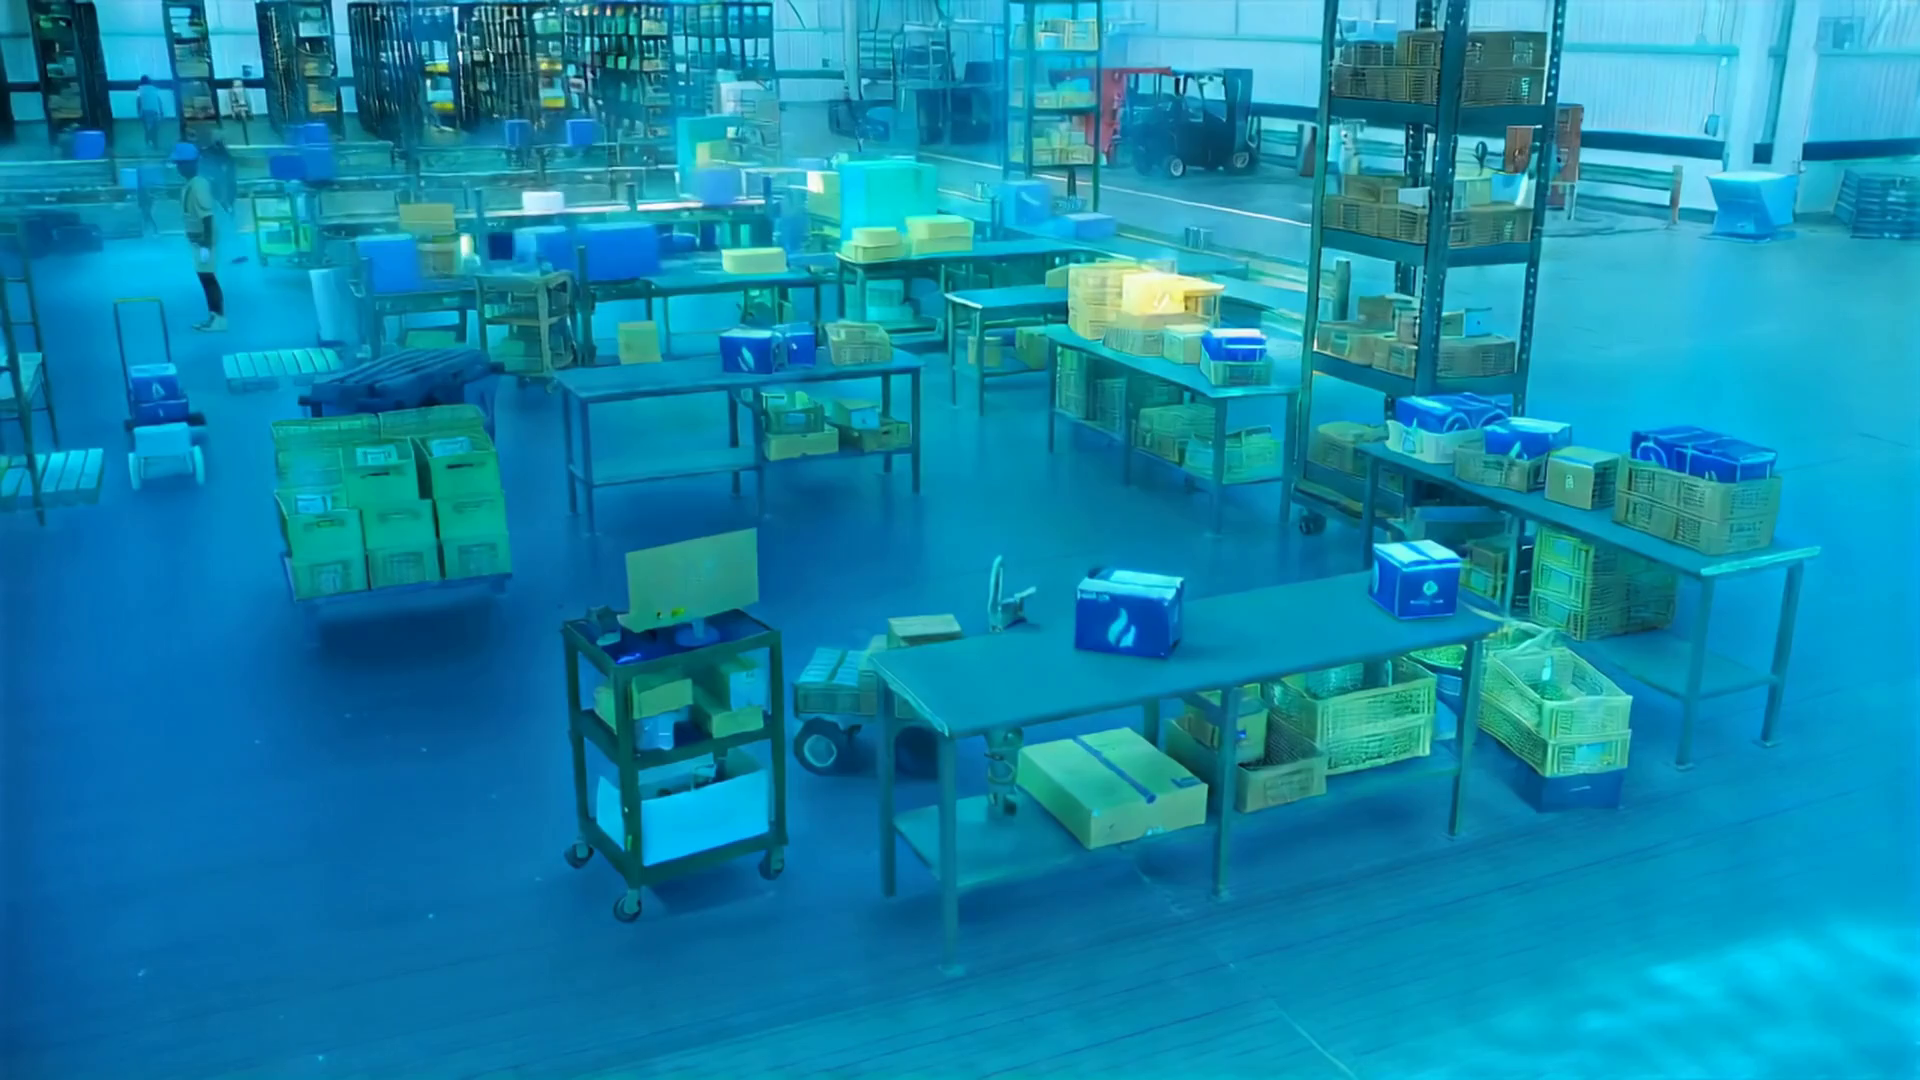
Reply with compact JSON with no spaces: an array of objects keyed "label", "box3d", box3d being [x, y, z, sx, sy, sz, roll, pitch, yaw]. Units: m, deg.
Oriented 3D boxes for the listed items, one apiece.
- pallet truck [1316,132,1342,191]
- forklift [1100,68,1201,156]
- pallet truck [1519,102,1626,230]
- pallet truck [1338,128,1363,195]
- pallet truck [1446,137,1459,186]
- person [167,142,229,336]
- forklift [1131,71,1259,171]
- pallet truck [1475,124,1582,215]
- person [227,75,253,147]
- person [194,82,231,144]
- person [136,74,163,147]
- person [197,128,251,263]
[{"label":"pallet truck","box3d":[7.723,-7.504,32.656,1.601,1.201,0.680,-8,19,-23]},{"label":"forklift","box3d":[4.082,-9.564,37.410,2.680,1.987,1.157,-8,19,-23]},{"label":"pallet truck","box3d":[9.972,-6.037,26.785,1.885,1.965,0.823,-9,20,-25]},{"label":"pallet truck","box3d":[7.845,-7.140,31.411,1.522,1.261,0.704,-9,20,-25]},{"label":"pallet truck","box3d":[9.184,-6.485,29.328,1.630,1.274,0.653,-8,19,-23]},{"label":"person","box3d":[-8.181,-3.218,17.833,0.384,2.039,0.616,-12,21,-33]},{"label":"forklift","box3d":[4.998,-8.936,35.413,2.680,1.987,1.157,-9,20,-25]},{"label":"pallet truck","box3d":[9.707,-6.455,28.103,1.885,1.965,0.823,-7,19,-20]},{"label":"person","box3d":[-18.304,-10.895,42.359,0.403,1.832,0.586,16,24,41]},{"label":"person","box3d":[-19.220,-10.983,42.453,0.628,1.937,1.011,8,19,23]},{"label":"person","box3d":[-21.032,-11.144,43.172,0.597,1.811,0.838,-11,21,-31]},{"label":"person","box3d":[-10.126,-4.676,22.716,0.665,1.865,0.859,4,18,13]}]
